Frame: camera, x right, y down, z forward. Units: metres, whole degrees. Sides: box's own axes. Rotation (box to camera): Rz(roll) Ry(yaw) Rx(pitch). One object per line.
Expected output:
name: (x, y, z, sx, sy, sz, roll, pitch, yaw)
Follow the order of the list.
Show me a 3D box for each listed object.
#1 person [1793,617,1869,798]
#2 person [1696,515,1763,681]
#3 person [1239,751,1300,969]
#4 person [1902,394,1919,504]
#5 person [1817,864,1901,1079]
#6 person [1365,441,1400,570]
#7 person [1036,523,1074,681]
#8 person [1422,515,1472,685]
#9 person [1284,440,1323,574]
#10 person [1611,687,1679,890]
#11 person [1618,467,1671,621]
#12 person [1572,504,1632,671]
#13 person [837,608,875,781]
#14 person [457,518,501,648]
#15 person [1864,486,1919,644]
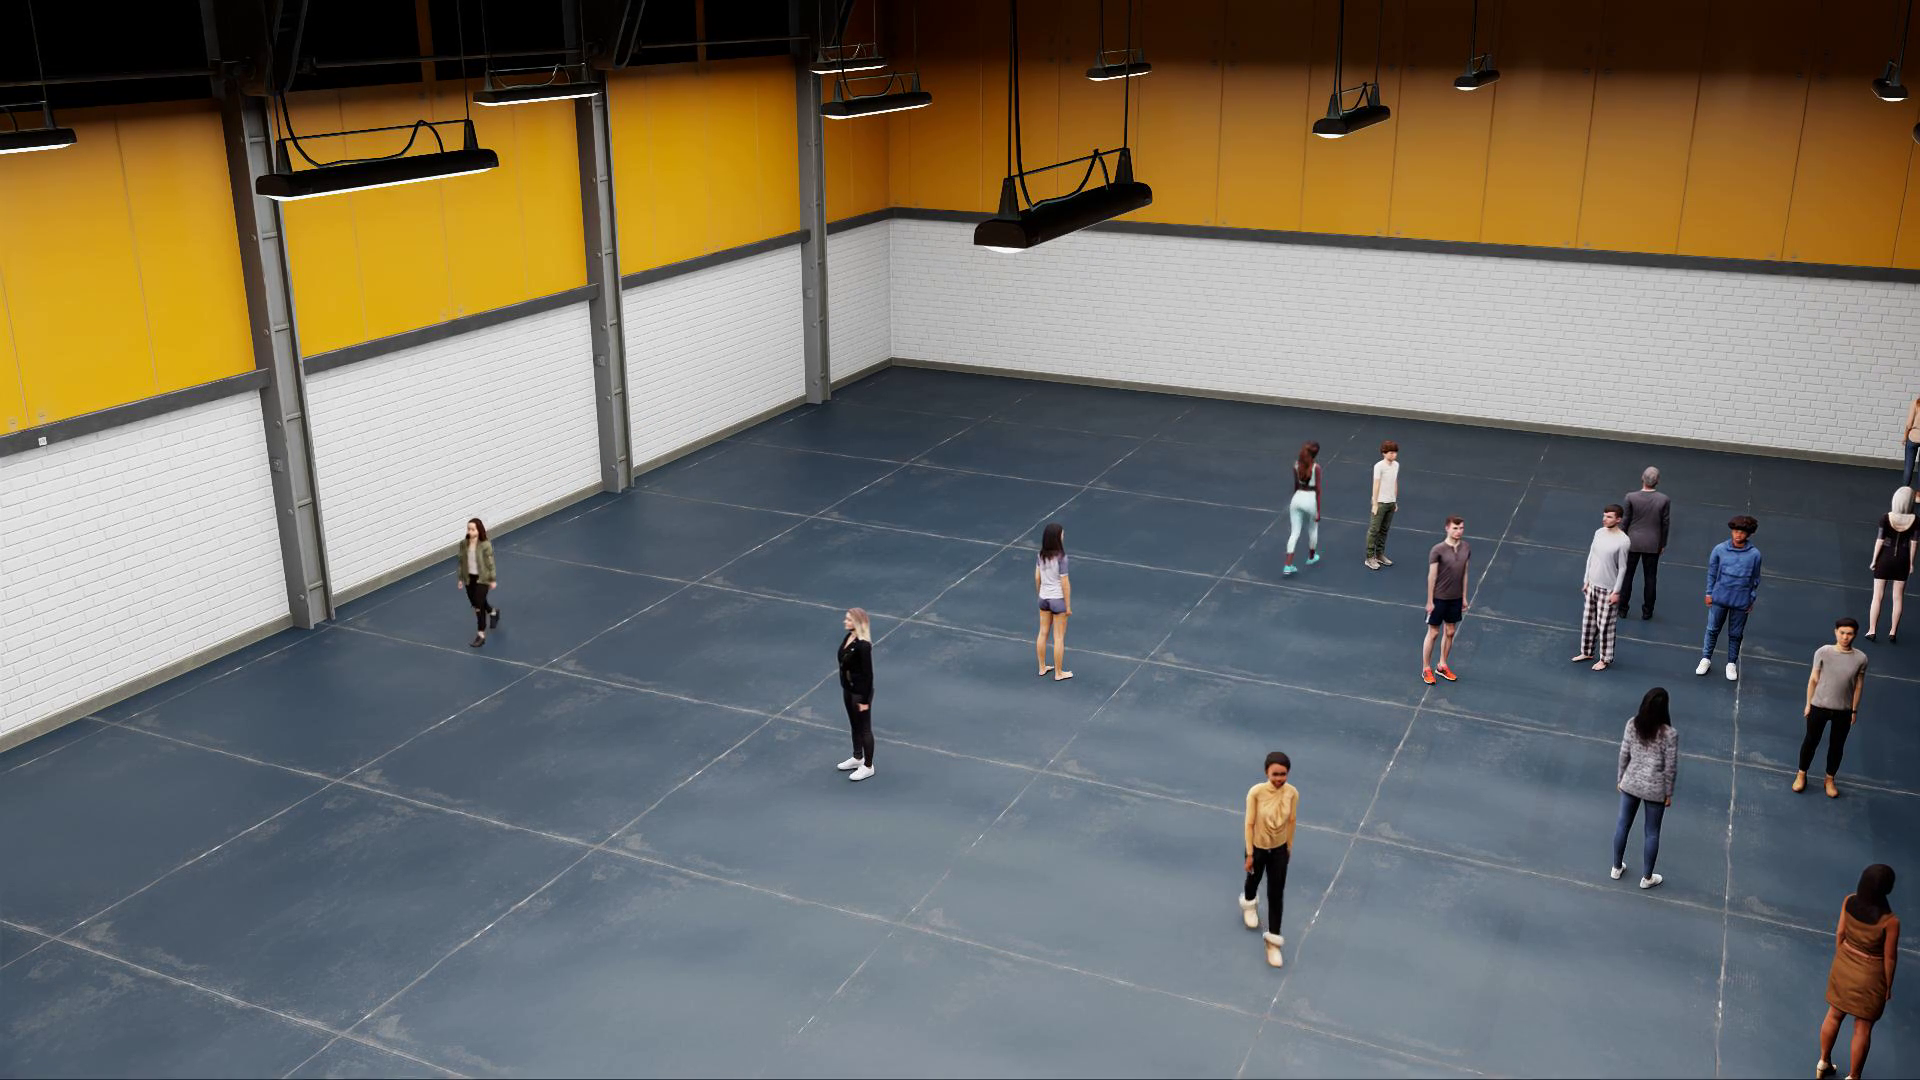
person: (8.014, 1.508, 15.277, 0.602, 1.724, 0.519, 8, 20, 22)
person: (8.280, 0.594, 17.855, 0.675, 1.810, 0.552, 9, 21, 25)
person: (2.347, 2.372, 12.877, 0.894, 1.618, 1.184, 0, 19, -1)
person: (13.787, -1.425, 23.880, 0.599, 1.790, 0.522, 7, 20, 21)
person: (6.018, 2.923, 11.126, 0.675, 1.690, 0.638, -10, 21, -26)
person: (5.415, -0.471, 21.262, 0.638, 1.654, 0.723, -11, 22, -30)
person: (1.000, 0.646, 17.818, 0.643, 1.734, 0.614, 17, 25, 41)
person: (5.186, 0.615, 17.729, 0.724, 1.851, 0.771, -6, 19, -17)
person: (4.287, -0.383, 20.960, 0.718, 1.679, 1.110, 14, 23, 36)
person: (5.652, 2.023, 13.733, 0.672, 1.731, 0.639, 17, 25, 42)
person: (7.997, 0.027, 19.489, 0.747, 1.842, 0.648, 6, 19, 16)
person: (7.016, 0.489, 18.106, 0.725, 1.847, 0.703, -10, 21, -28)
person: (-0.940, 1.422, 15.590, 0.733, 1.685, 0.690, -9, 20, -24)
person: (-5.440, 0.439, 18.870, 0.652, 1.455, 0.966, 6, 19, 16)
person: (10.531, 0.272, 18.780, 0.613, 1.829, 0.540, 6, 19, 17)
